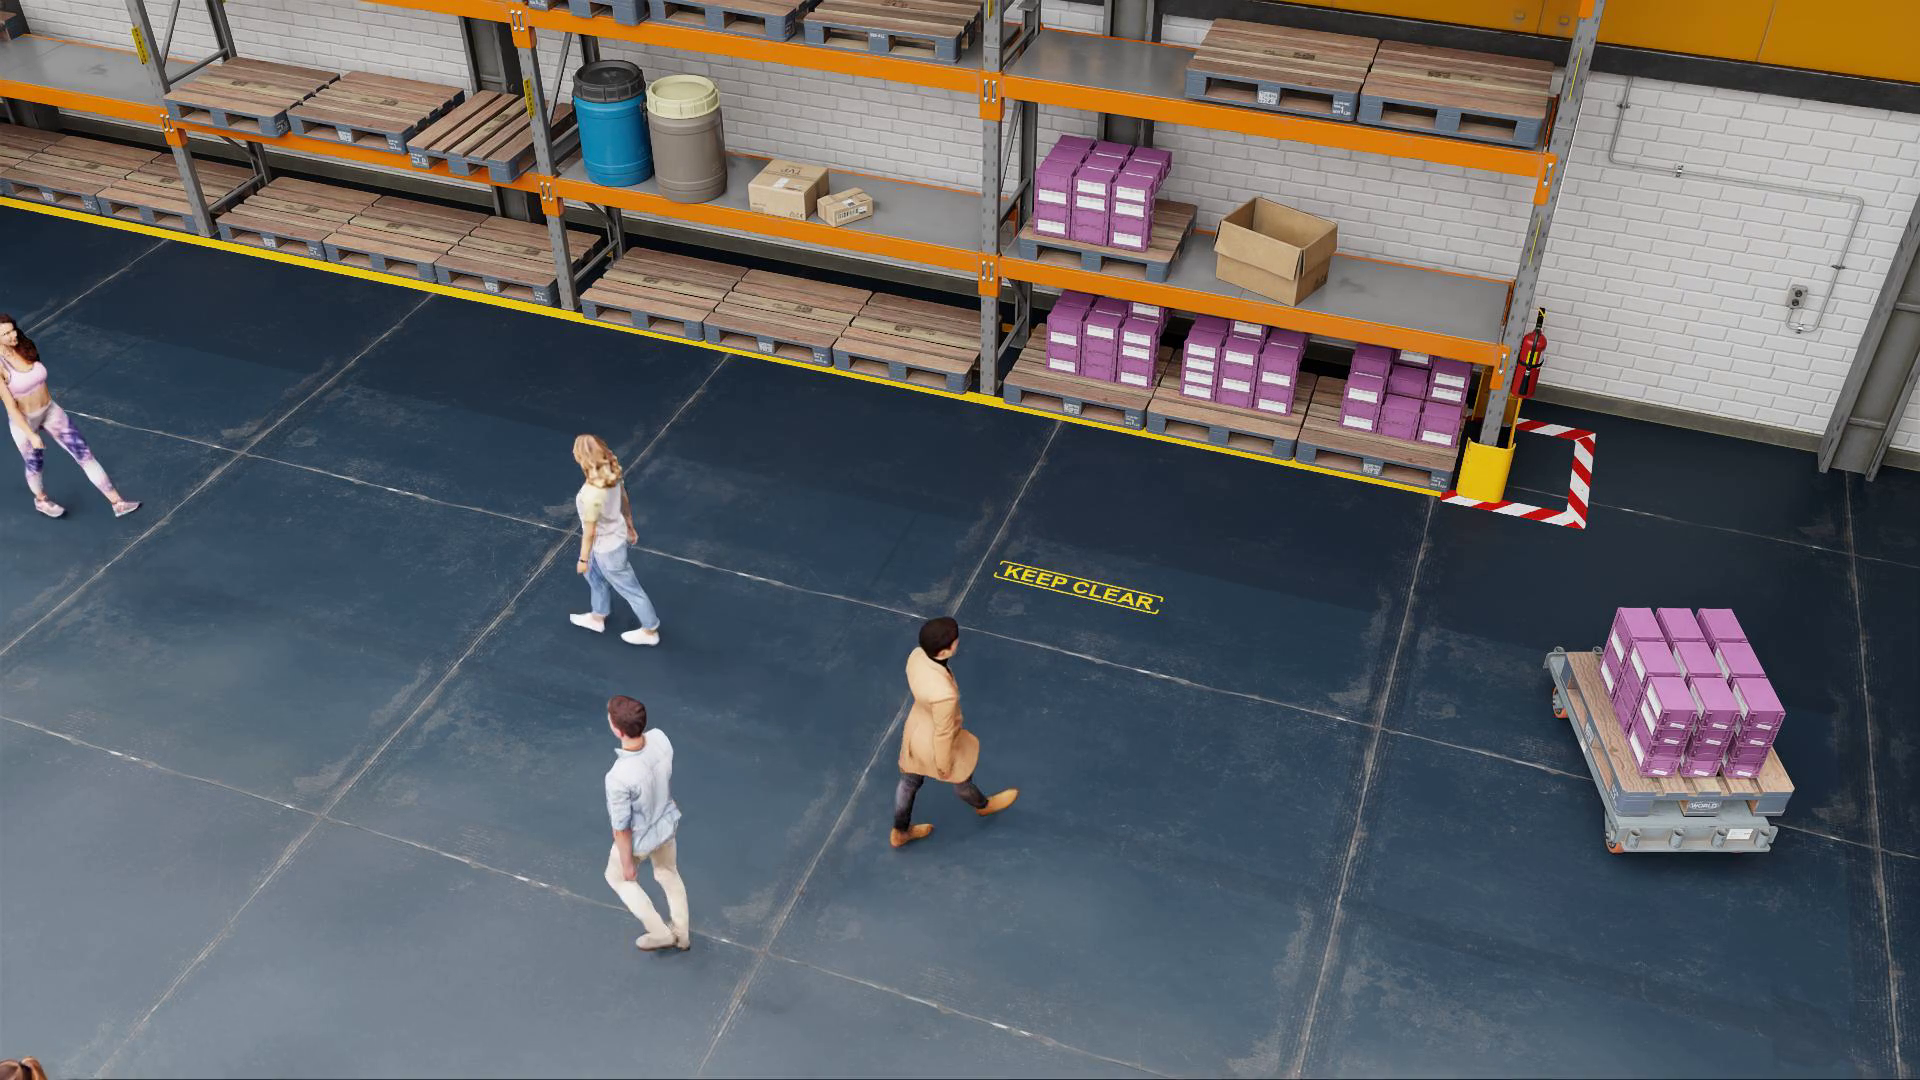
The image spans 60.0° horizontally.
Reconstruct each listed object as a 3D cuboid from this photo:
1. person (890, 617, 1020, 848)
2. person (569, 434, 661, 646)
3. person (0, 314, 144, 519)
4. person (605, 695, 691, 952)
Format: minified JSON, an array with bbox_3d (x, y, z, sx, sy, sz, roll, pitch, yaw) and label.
[{"bbox_3d":[-0.230,1.153,9.584,1.139,1.690,1.100,-18,42,-22],"label":"person"},{"bbox_3d":[-2.210,0.055,10.953,0.967,1.698,0.753,4,39,4],"label":"person"},{"bbox_3d":[-6.768,-0.849,12.066,1.120,1.721,0.598,14,41,17],"label":"person"},{"bbox_3d":[-1.600,1.599,8.909,0.683,1.836,0.714,19,42,22],"label":"person"}]
